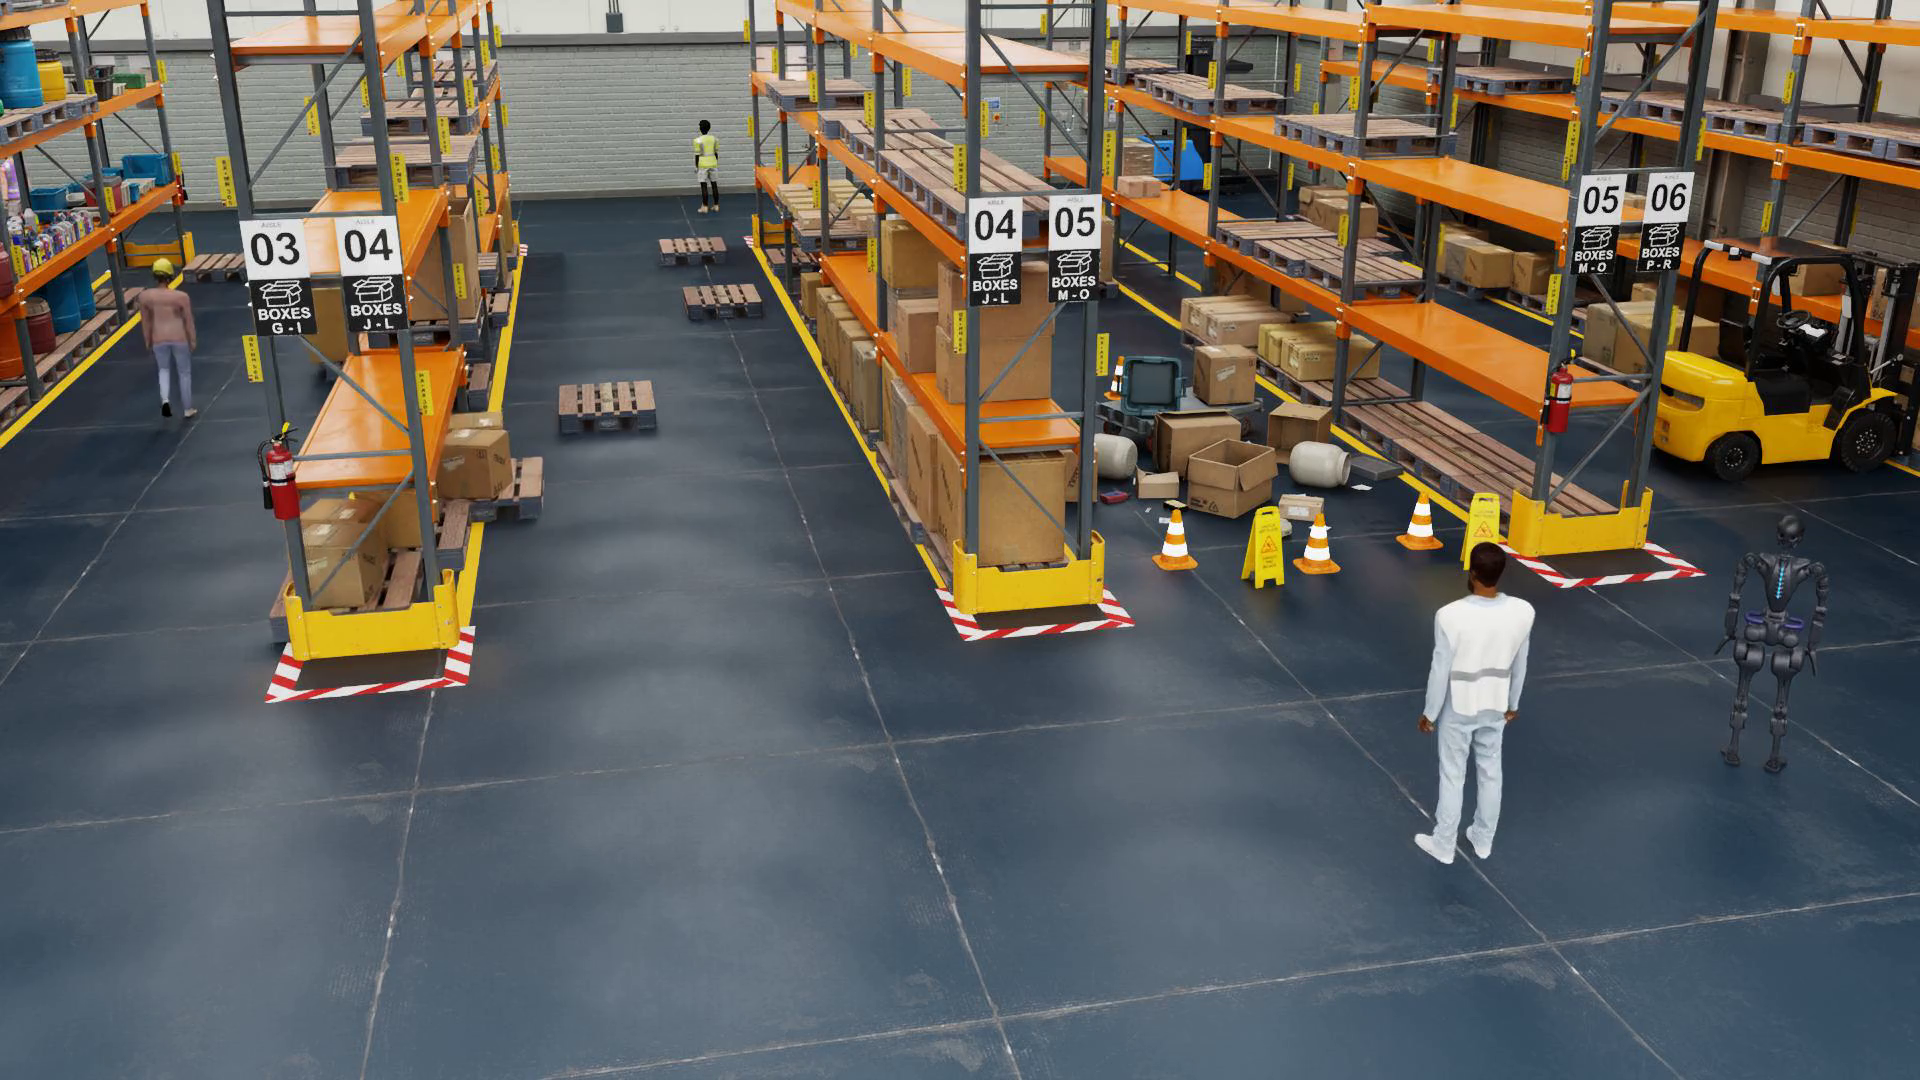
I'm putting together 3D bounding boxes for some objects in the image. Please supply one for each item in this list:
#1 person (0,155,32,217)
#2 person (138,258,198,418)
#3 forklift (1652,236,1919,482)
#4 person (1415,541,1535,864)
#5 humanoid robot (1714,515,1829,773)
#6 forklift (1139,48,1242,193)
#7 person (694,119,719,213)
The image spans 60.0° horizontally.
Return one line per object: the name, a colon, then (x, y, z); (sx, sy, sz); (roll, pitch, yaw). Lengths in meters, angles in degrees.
person: (-15.367, -5.565, 27.152); (0.349, 1.688, 0.489); (11, 23, 27)
person: (-8.456, -2.136, 17.815); (0.538, 1.752, 0.440); (-4, 21, -10)
forklift: (8.013, -1.814, 16.330); (2.313, 2.155, 1.214); (-4, 21, -12)
person: (2.893, 0.927, 9.341); (0.595, 1.916, 0.375); (-4, 21, -11)
humanoid robot: (5.083, 0.636, 10.448); (0.599, 1.657, 0.315); (11, 23, 27)
forklift: (4.566, -8.313, 32.860); (1.873, 2.768, 1.129); (-4, 21, -12)
person: (-4.682, -6.903, 30.737); (0.534, 1.696, 0.318); (-18, 27, -40)
